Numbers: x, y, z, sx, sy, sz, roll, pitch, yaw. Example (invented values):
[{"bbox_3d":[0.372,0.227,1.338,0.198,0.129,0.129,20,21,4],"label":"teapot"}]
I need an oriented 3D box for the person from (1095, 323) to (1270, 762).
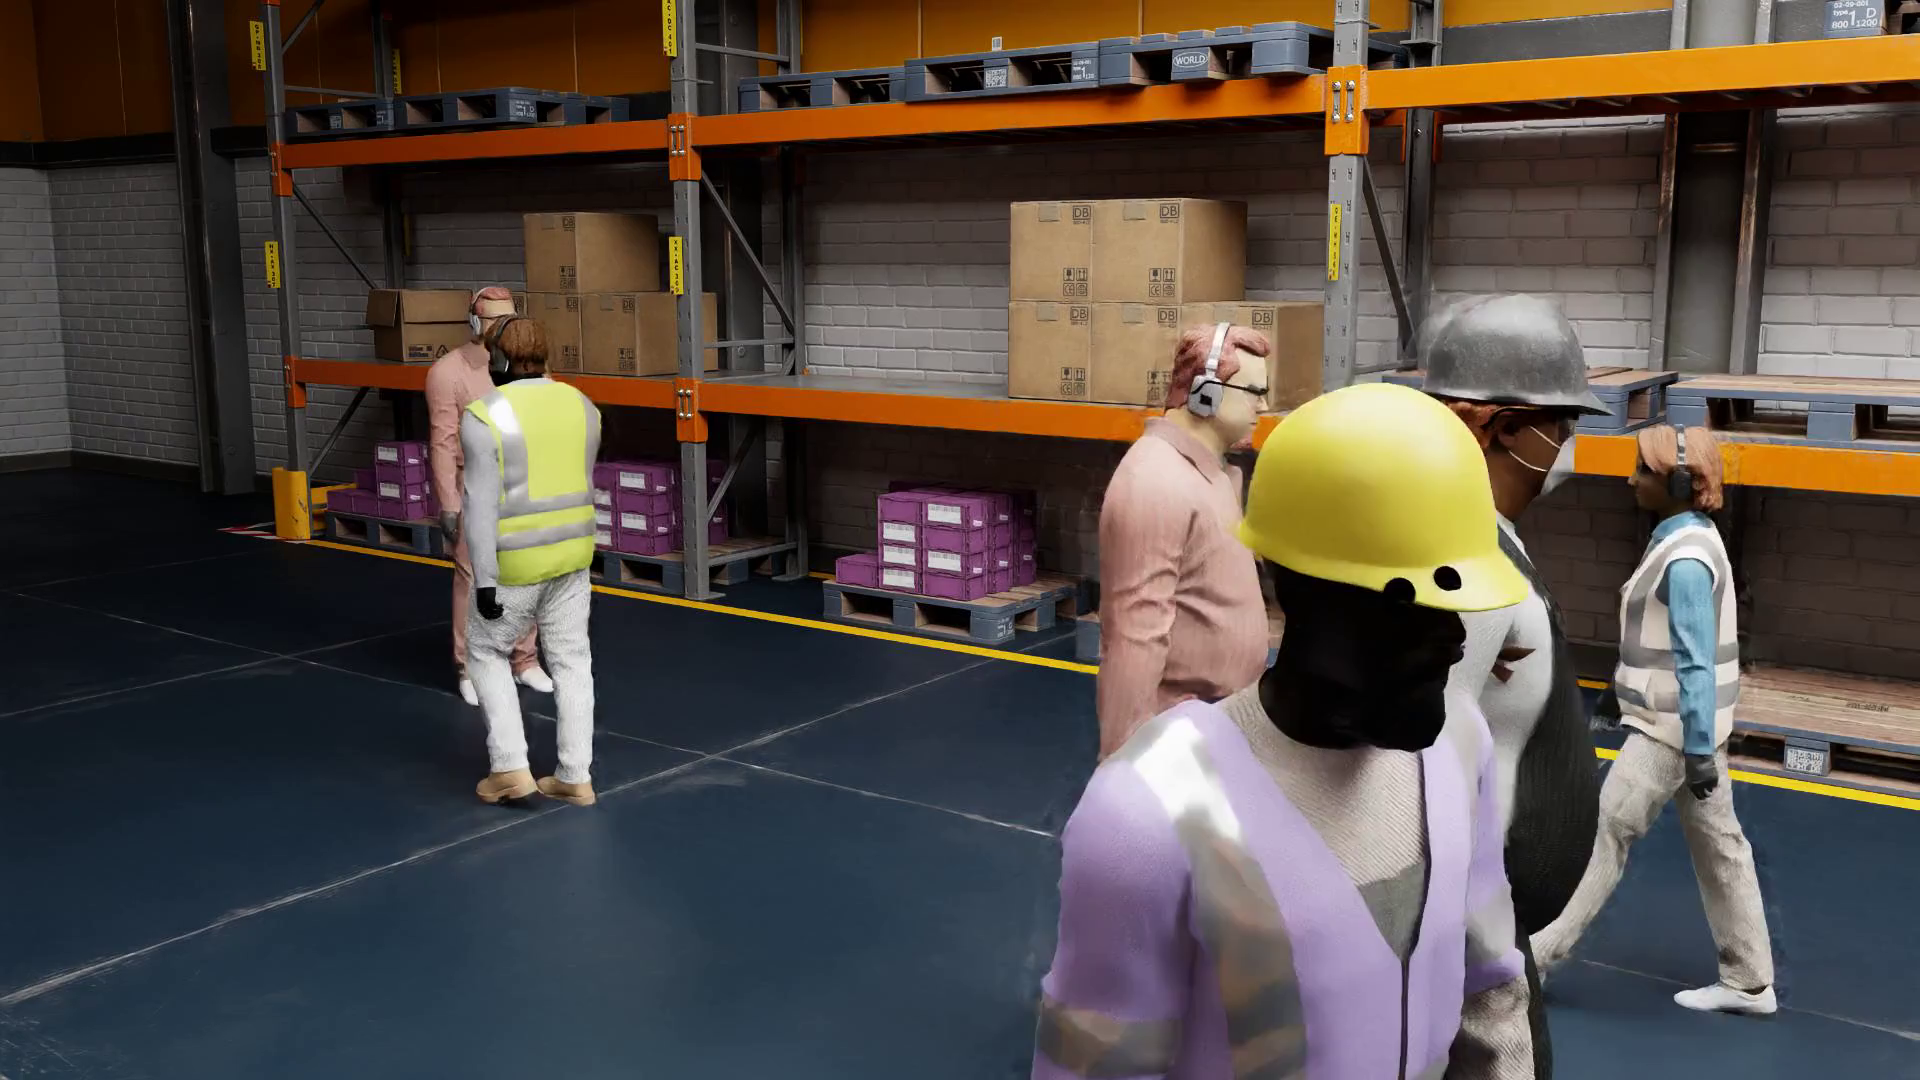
[{"bbox_3d":[0.609,0.438,3.917,0.797,1.871,0.658,2,10,14],"label":"person"}]

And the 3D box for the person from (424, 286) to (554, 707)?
[{"bbox_3d":[-2.108,-0.203,7.649,0.403,1.907,0.649,9,13,42],"label":"person"}]

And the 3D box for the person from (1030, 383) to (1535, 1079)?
[{"bbox_3d":[0.378,0.783,1.794,0.619,1.904,0.555,-9,13,-42],"label":"person"}]

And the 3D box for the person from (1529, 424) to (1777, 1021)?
[{"bbox_3d":[1.815,0.489,4.451,0.854,1.597,0.520,5,11,26],"label":"person"}]

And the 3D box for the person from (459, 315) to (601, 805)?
[{"bbox_3d":[-1.608,0.090,6.162,0.560,1.827,0.633,8,12,39],"label":"person"}]
